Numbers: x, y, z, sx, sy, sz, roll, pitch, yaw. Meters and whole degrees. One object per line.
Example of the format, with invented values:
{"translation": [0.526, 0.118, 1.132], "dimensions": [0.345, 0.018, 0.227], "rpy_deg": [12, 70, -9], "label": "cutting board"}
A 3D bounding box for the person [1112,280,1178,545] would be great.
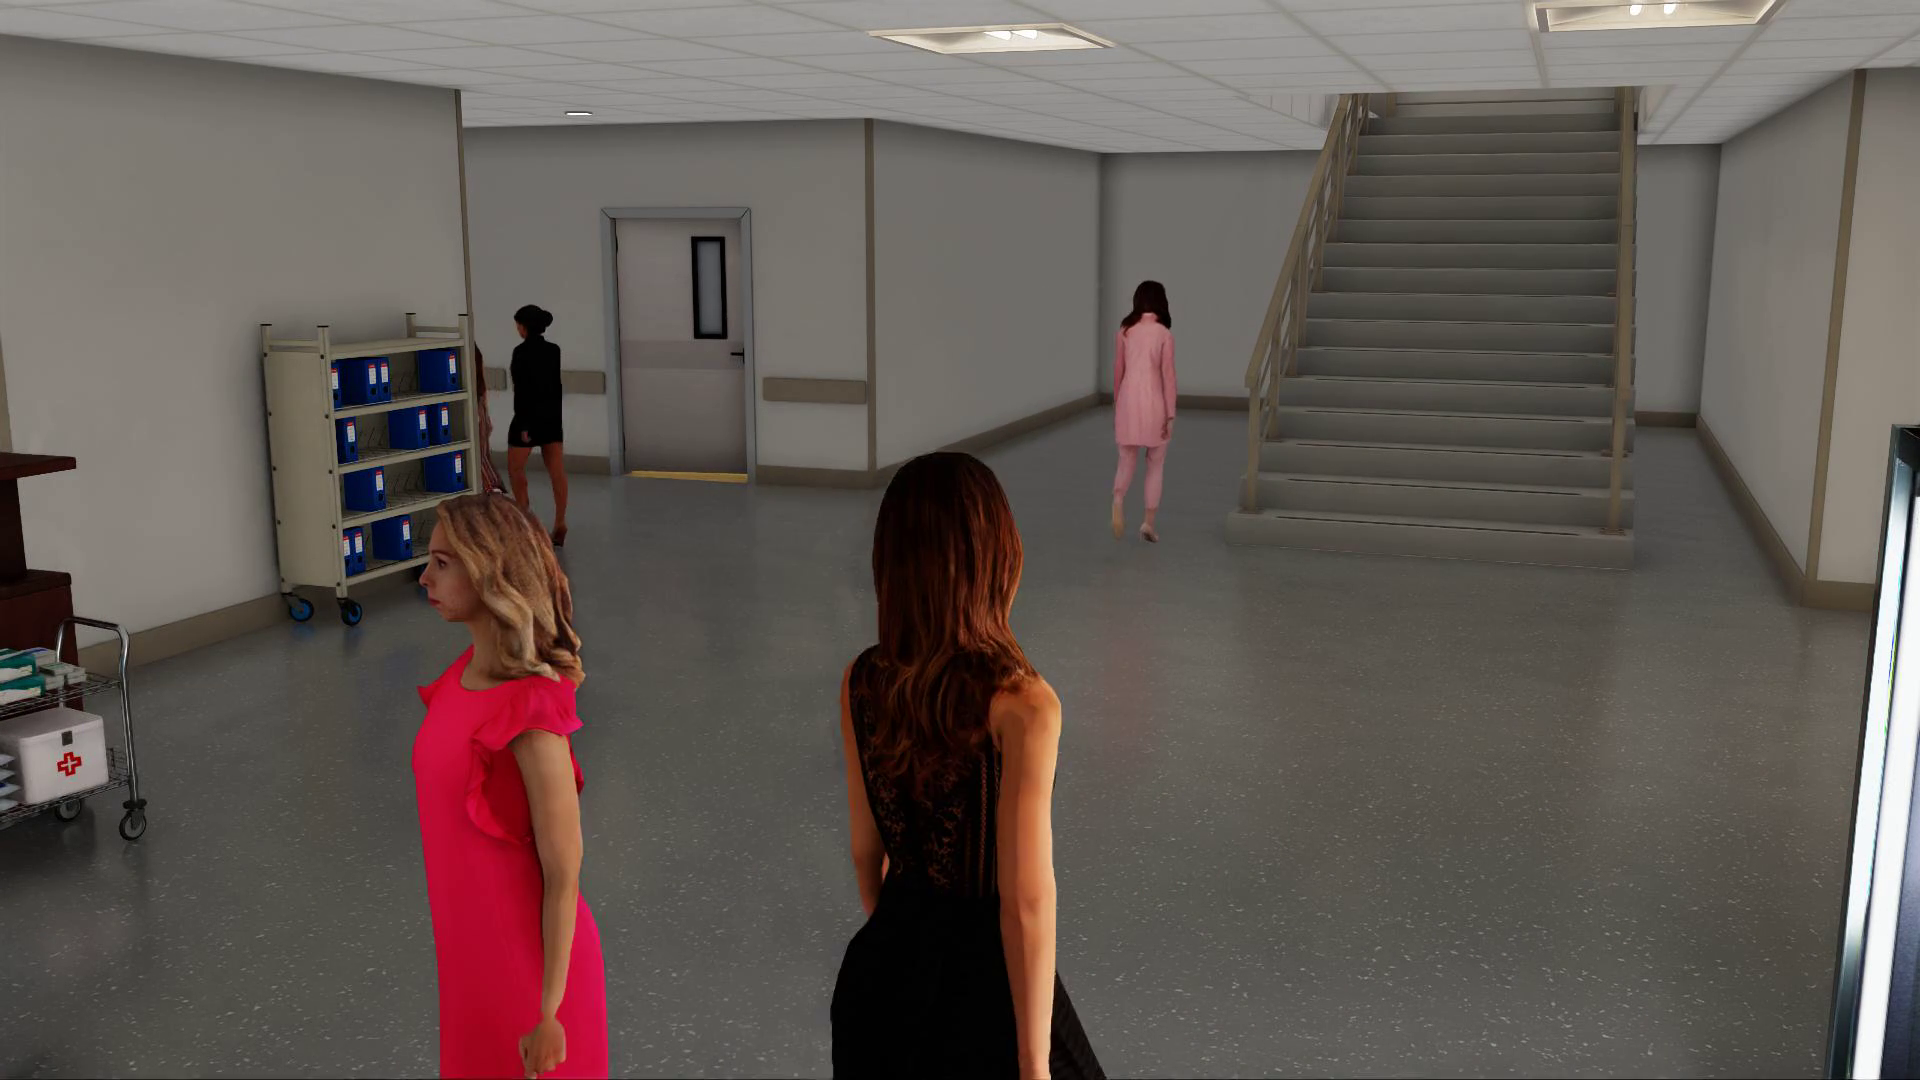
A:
{"translation": [1.175, -0.804, 11.038], "dimensions": [0.640, 1.780, 0.993], "rpy_deg": [5, 12, 23], "label": "person"}

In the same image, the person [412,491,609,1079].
{"translation": [-0.773, 0.754, 2.966], "dimensions": [0.700, 1.728, 0.664], "rpy_deg": [-8, 13, -35], "label": "person"}

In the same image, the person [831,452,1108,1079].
{"translation": [-0.079, 0.809, 2.468], "dimensions": [0.768, 1.806, 1.063], "rpy_deg": [8, 13, 36], "label": "person"}

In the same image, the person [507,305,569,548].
{"translation": [-2.760, -0.745, 11.130], "dimensions": [0.731, 1.629, 0.641], "rpy_deg": [9, 14, 41], "label": "person"}
